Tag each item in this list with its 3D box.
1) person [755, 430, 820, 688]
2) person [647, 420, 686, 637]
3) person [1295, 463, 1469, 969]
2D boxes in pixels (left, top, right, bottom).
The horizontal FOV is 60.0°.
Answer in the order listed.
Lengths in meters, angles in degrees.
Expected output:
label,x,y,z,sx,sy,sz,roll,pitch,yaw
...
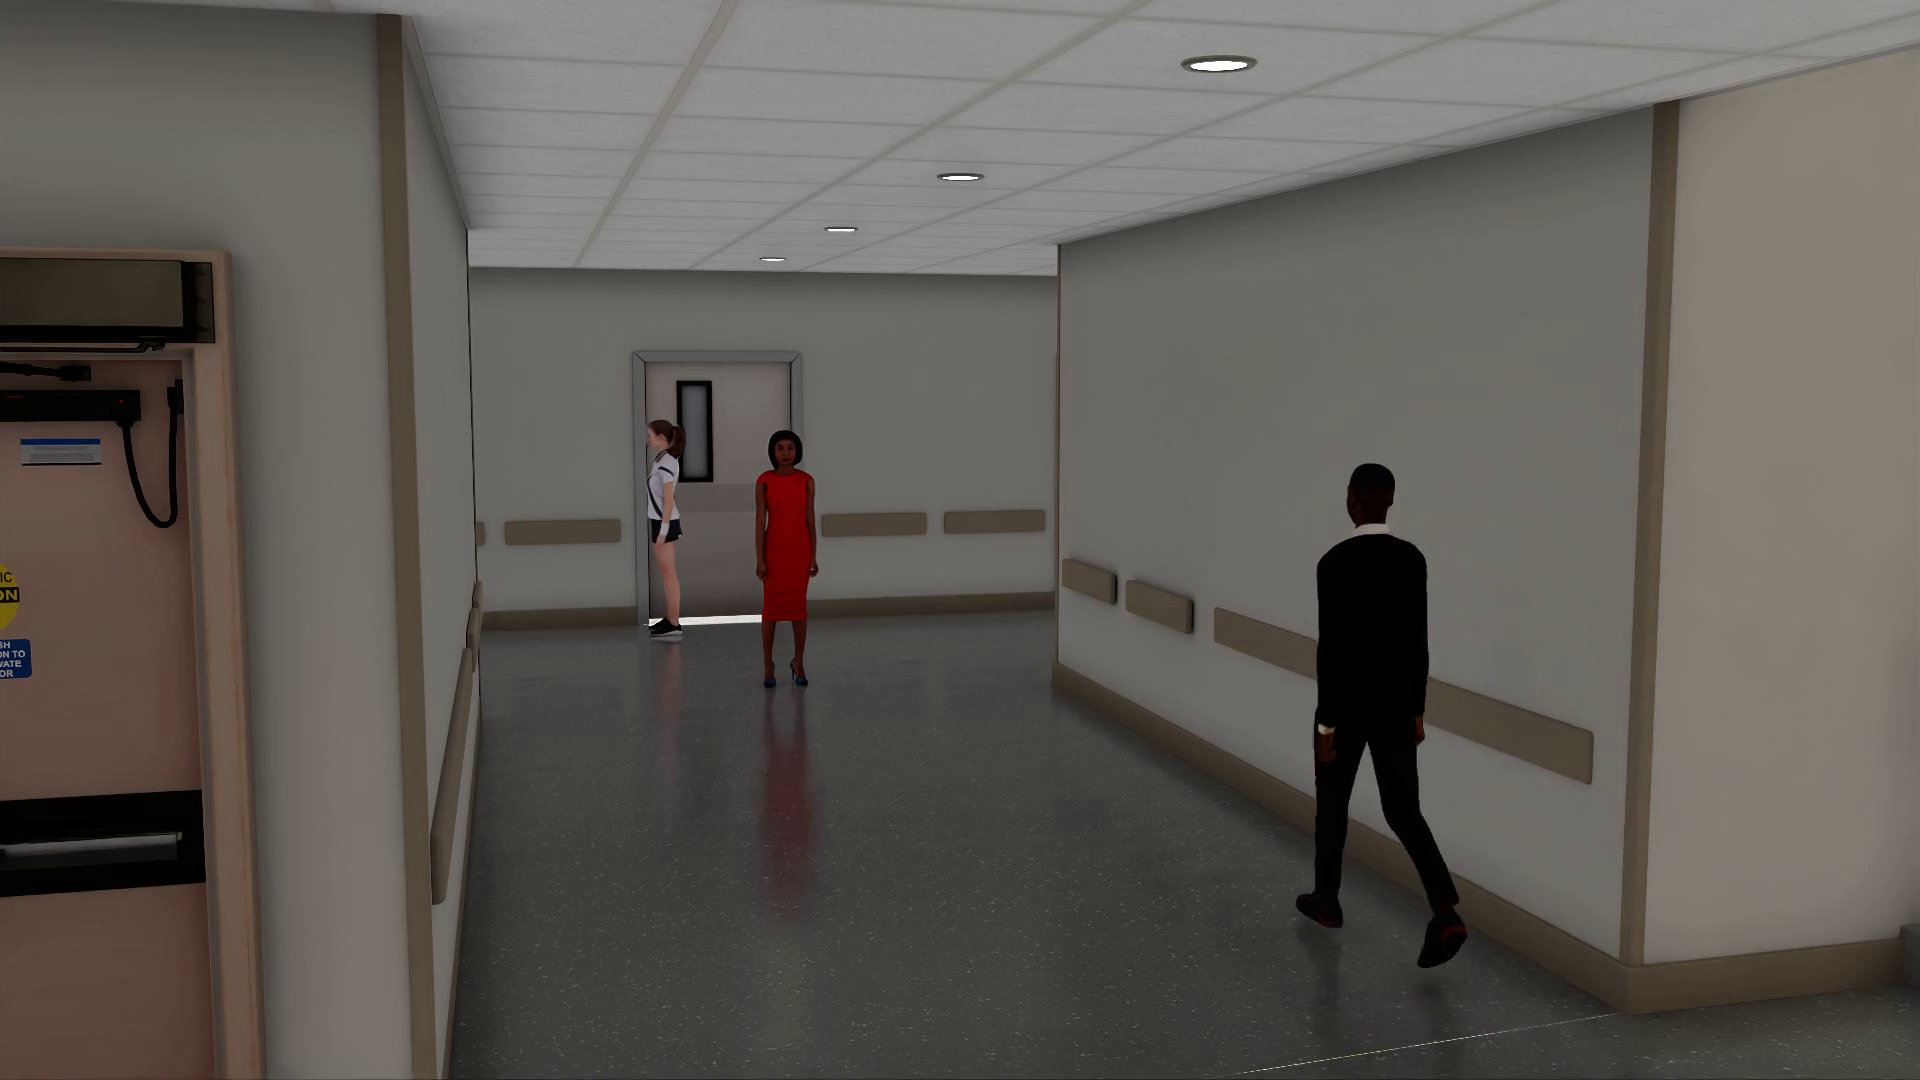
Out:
label,x,y,z,sx,sy,sz,roll,pitch,yaw
person,-1.184,0.121,11.343,0.438,1.743,0.643,-2,6,-17
person,-2.400,-0.105,13.551,0.555,1.752,0.572,-1,6,-11
person,1.546,0.641,6.009,1.145,1.777,0.788,-2,6,-19
